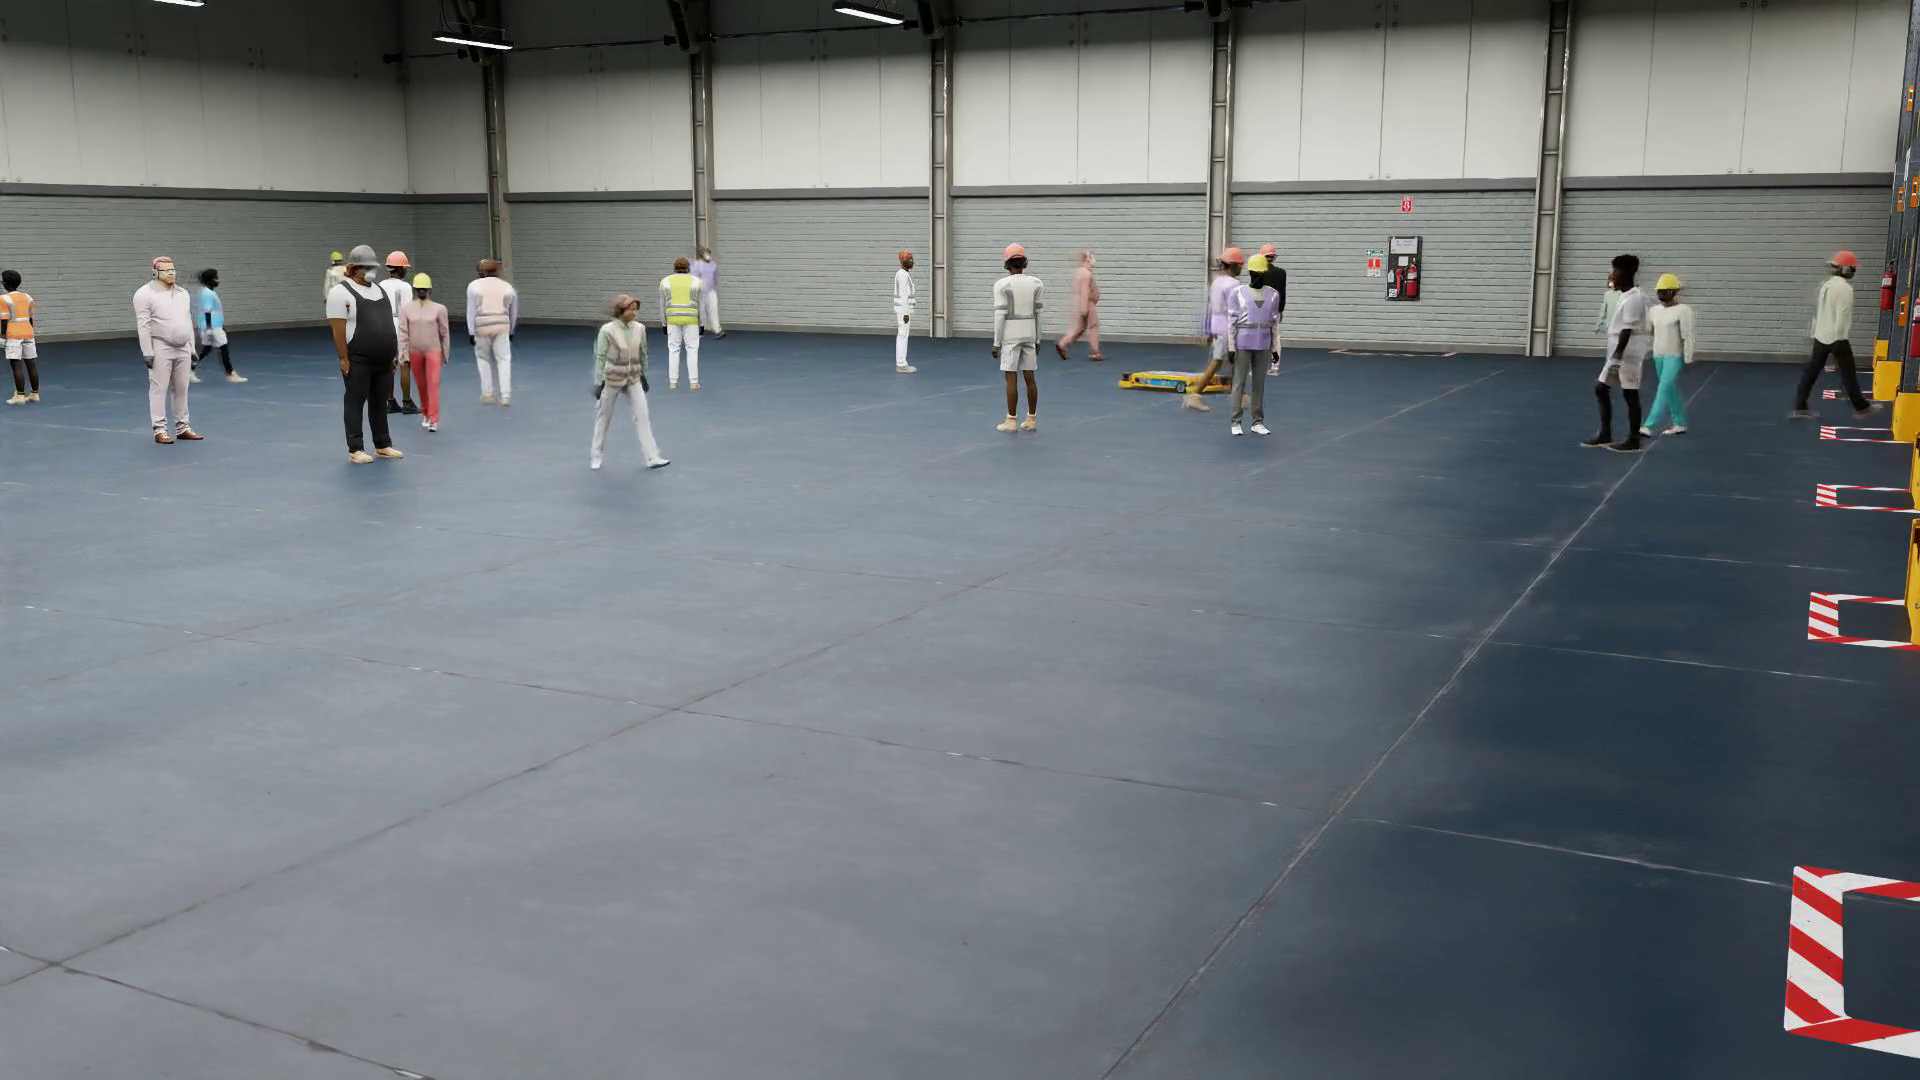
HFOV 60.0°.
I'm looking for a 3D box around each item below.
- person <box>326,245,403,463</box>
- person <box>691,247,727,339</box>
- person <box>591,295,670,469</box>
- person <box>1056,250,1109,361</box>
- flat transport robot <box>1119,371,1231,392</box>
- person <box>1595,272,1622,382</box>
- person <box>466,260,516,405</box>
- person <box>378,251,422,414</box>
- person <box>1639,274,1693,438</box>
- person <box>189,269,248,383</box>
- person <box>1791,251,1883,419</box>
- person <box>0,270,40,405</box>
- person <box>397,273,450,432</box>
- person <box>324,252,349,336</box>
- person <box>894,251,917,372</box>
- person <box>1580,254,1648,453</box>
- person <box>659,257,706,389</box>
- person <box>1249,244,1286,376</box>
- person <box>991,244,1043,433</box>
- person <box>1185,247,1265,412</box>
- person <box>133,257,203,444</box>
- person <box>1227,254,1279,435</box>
[{"bbox_3d":[-5.565,-1.755,15.704,0.538,2.000,0.684,5,12,27],"label":"person"},{"bbox_3d":[-5.212,-5.067,34.202,0.651,1.878,1.032,-9,13,-39],"label":"person"},{"bbox_3d":[-3.045,-1.416,15.083,0.852,1.587,0.596,10,14,43],"label":"person"},{"bbox_3d":[2.088,-3.975,28.249,0.833,1.877,0.650,-1,10,-6],"label":"person"},{"bbox_3d":[2.960,-2.194,22.925,1.431,0.197,0.652,9,14,41],"label":"flat transport robot"},{"bbox_3d":[9.358,-3.057,23.968,0.727,1.603,0.534,-4,11,-19],"label":"person"},{"bbox_3d":[-5.885,-2.599,20.896,0.672,1.815,0.720,-6,12,-28],"label":"person"},{"bbox_3d":[-6.701,-2.474,19.903,0.551,1.935,0.375,5,12,27],"label":"person"},{"bbox_3d":[7.443,-1.940,17.600,0.915,1.713,0.543,-5,11,-23],"label":"person"},{"bbox_3d":[-10.797,-3.069,23.910,0.841,1.662,0.535,-5,11,-23],"label":"person"},{"bbox_3d":[10.194,-2.360,19.262,1.009,1.936,0.646,0,10,0],"label":"person"},{"bbox_3d":[-11.916,-2.558,21.023,0.319,1.696,0.532,2,11,13],"label":"person"},{"bbox_3d":[-5.881,-2.063,18.275,0.526,1.722,0.920,-1,10,-7],"label":"person"},{"bbox_3d":[-12.873,-5.063,34.463,0.955,1.784,0.613,8,13,36],"label":"person"},{"bbox_3d":[-0.861,-3.562,25.996,0.339,1.877,0.584,-1,10,-5],"label":"person"},{"bbox_3d":[6.410,-1.819,16.303,0.710,1.941,0.630,3,11,13],"label":"person"},{"bbox_3d":[-3.853,-3.015,23.152,0.627,1.836,0.430,0,10,-2],"label":"person"},{"bbox_3d":[4.648,-3.477,25.213,0.610,1.996,0.379,-4,11,-22],"label":"person"},{"bbox_3d":[0.608,-2.175,18.011,0.605,2.035,0.392,-6,12,-29],"label":"person"},{"bbox_3d":[3.192,-2.523,20.060,1.062,1.990,0.628,-2,11,-13],"label":"person"},{"bbox_3d":[-8.142,-1.955,17.160,0.407,1.910,0.639,5,11,25],"label":"person"},{"bbox_3d":[3.143,-2.084,17.801,0.584,1.928,0.373,-3,11,-14],"label":"person"}]
